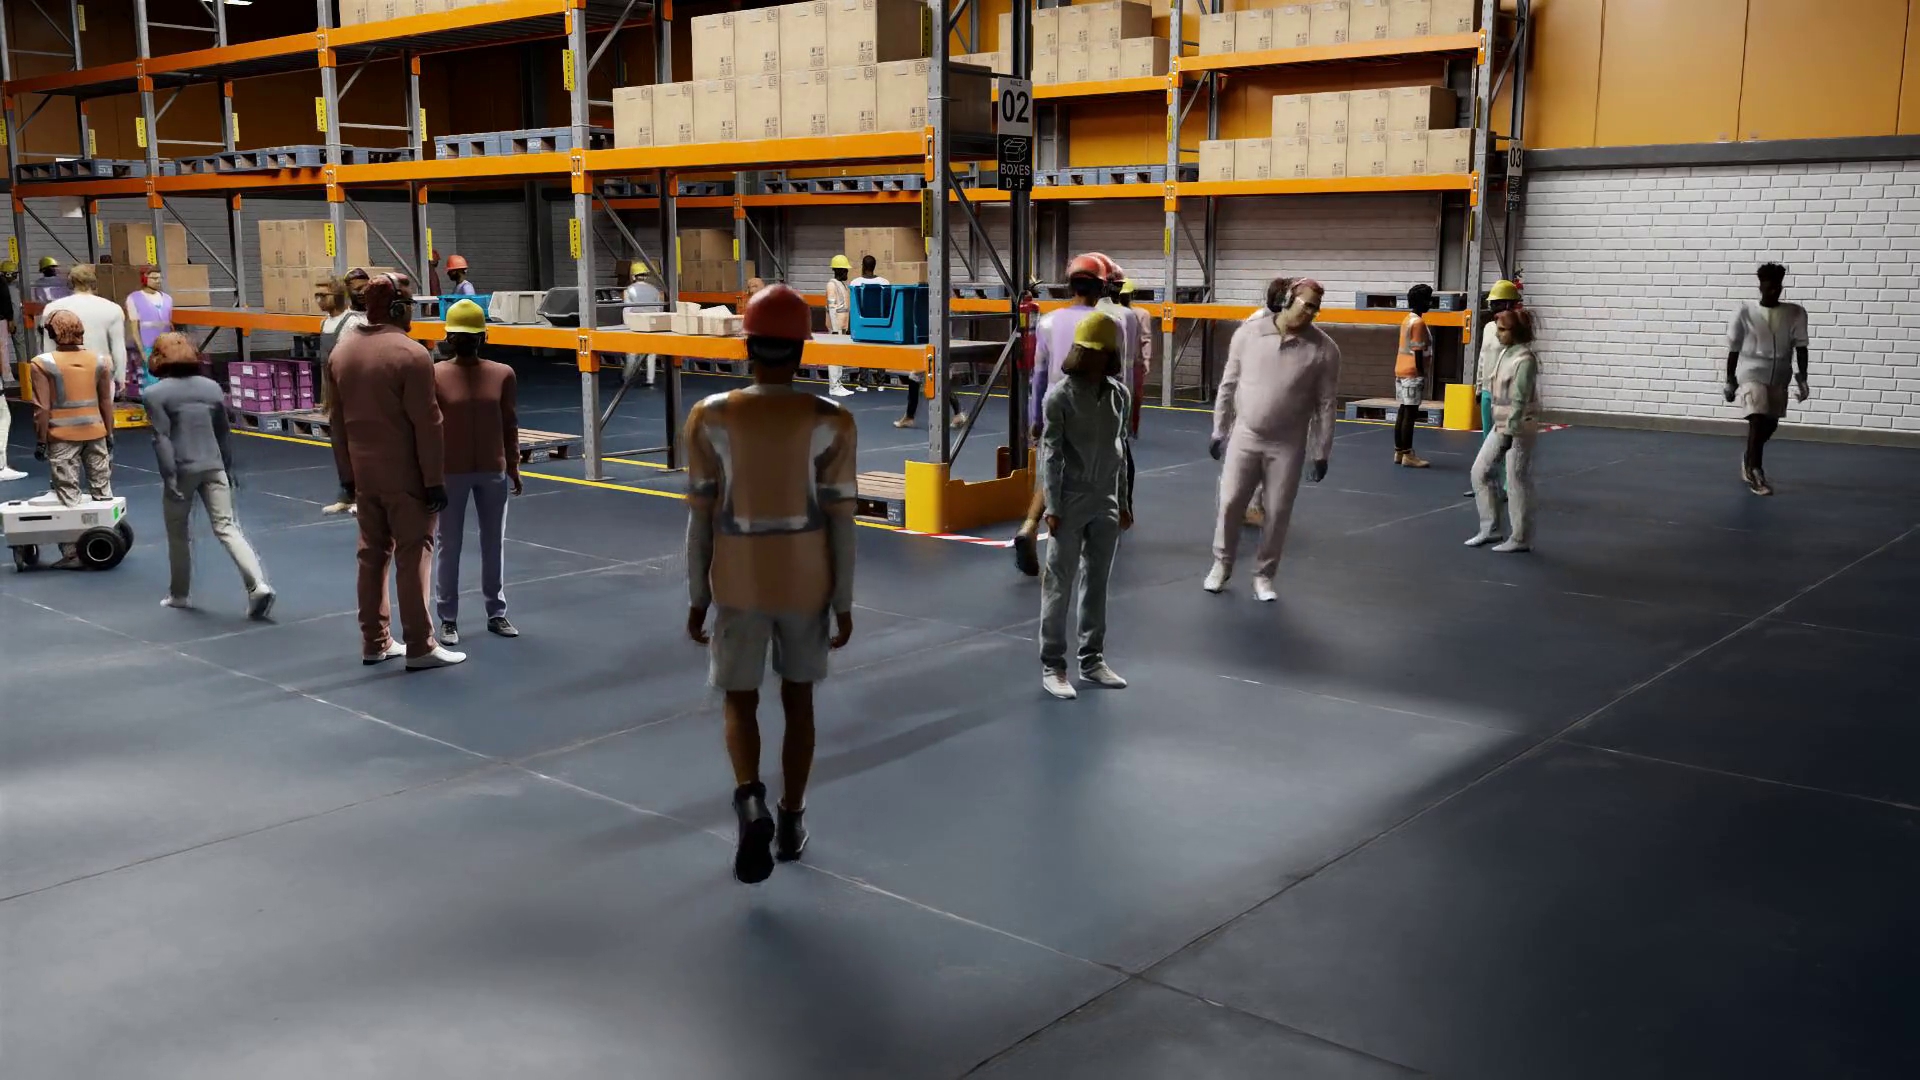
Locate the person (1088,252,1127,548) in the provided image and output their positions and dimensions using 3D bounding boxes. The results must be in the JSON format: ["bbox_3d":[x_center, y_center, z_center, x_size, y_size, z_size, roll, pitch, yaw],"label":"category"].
[{"bbox_3d":[0.909,-0.903,11.054,0.400,1.990,0.622,4,11,22],"label":"person"}]

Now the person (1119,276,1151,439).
[{"bbox_3d":[1.694,-1.830,17.041,0.518,1.741,0.746,1,10,5],"label":"person"}]

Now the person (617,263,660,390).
[{"bbox_3d":[-4.654,-3.077,23.985,0.627,1.793,0.877,-7,12,-36],"label":"person"}]

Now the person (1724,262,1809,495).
[{"bbox_3d":[6.745,-1.378,13.993,0.600,1.926,0.971,1,10,5],"label":"person"}]

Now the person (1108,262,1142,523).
[{"bbox_3d":[1.079,-1.064,12.163,0.381,1.929,0.539,8,13,39],"label":"person"}]

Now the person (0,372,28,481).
[{"bbox_3d":[-8.524,-1.421,14.472,0.570,1.835,0.390,5,11,25],"label":"person"}]

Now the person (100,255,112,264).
[{"bbox_3d":[-14.187,-3.795,27.765,0.639,1.911,0.406,5,11,26],"label":"person"}]

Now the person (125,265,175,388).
[{"bbox_3d":[-8.767,-2.068,18.129,0.465,1.840,0.584,5,11,25],"label":"person"}]

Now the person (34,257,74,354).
[{"bbox_3d":[-13.266,-3.191,24.388,0.538,1.879,0.620,6,12,31],"label":"person"}]

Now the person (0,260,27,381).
[{"bbox_3d":[-14.404,-3.333,25.346,0.404,1.835,0.586,-4,11,-20],"label":"person"}]

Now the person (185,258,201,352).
[{"bbox_3d":[-13.341,-3.943,28.734,0.329,1.868,0.508,-1,10,-6],"label":"person"}]

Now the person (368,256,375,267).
[{"bbox_3d":[-7.140,-2.448,20.016,0.351,1.936,0.635,9,13,42],"label":"person"}]

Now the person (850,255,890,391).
[{"bbox_3d":[-1.271,-3.063,23.562,0.596,1.920,0.379,-3,11,-19],"label":"person"}]

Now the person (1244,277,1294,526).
[{"bbox_3d":[2.248,-0.997,12.087,0.464,1.818,0.640,6,11,29],"label":"person"}]

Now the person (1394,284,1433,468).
[{"bbox_3d":[4.207,-1.522,15.426,0.321,1.695,0.529,0,10,2],"label":"person"}]

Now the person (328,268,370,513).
[{"bbox_3d":[-4.573,-1.142,12.771,0.328,1.872,0.514,9,13,42],"label":"person"}]

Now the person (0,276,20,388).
[{"bbox_3d":[-14.017,-3.200,24.131,0.609,1.995,0.376,1,10,6],"label":"person"}]

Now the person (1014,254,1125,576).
[{"bbox_3d":[0.672,-0.761,10.277,0.627,2.001,0.946,6,11,30],"label":"person"}]

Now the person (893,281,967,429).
[{"bbox_3d":[-0.305,-2.061,18.598,0.849,1.660,0.535,5,11,28],"label":"person"}]

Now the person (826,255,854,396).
[{"bbox_3d":[-1.652,-2.939,22.839,0.368,1.927,0.589,2,10,10],"label":"person"}]

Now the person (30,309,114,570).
[{"bbox_3d":[-5.588,-0.630,10.510,0.305,1.639,0.522,6,12,30],"label":"person"}]

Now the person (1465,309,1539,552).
[{"bbox_3d":[3.579,-0.708,10.980,0.509,1.622,0.523,0,10,-1],"label":"person"}]

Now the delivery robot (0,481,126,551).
[{"bbox_3d":[-5.693,-0.140,10.539,0.707,0.478,0.477,-4,11,-20],"label":"delivery robot"}]

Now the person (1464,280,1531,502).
[{"bbox_3d":[4.322,-1.188,13.323,0.315,1.770,0.524,-4,11,-23],"label":"person"}]

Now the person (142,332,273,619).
[{"bbox_3d":[-4.152,-0.353,9.148,0.886,1.581,0.511,7,12,35],"label":"person"}]

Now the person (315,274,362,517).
[{"bbox_3d":[-4.650,-1.082,12.584,0.422,1.830,0.533,-10,14,-43],"label":"person"}]

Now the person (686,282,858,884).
[{"bbox_3d":[-0.592,0.151,5.279,0.554,1.916,0.696,-1,10,-5],"label":"person"}]

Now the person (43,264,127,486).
[{"bbox_3d":[-7.500,-1.418,14.296,0.645,1.897,0.999,-5,11,-28],"label":"person"}]

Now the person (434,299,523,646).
[{"bbox_3d":[-2.502,-0.346,8.538,0.533,1.765,0.321,-7,12,-34],"label":"person"}]

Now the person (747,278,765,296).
[{"bbox_3d":[-2.718,-2.720,22.459,0.291,1.623,0.494,-1,10,-3],"label":"person"}]

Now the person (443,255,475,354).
[{"bbox_3d":[-6.332,-2.641,21.118,0.377,1.932,0.552,-6,12,-31],"label":"person"}]

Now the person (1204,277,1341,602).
[{"bbox_3d":[1.787,-0.563,9.510,0.734,1.860,0.398,3,10,16],"label":"person"}]

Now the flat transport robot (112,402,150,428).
[{"bbox_3d":[-9.659,-1.429,18.951,1.431,0.197,0.652,9,14,42],"label":"flat transport robot"}]

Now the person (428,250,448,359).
[{"bbox_3d":[-9.672,-4.320,30.516,0.402,1.990,0.622,-8,13,-38],"label":"person"}]

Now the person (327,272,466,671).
[{"bbox_3d":[-2.706,-0.326,8.017,0.653,1.906,0.405,6,11,29],"label":"person"}]

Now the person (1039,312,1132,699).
[{"bbox_3d":[0.592,-0.159,7.548,0.488,1.738,0.322,-7,12,-35],"label":"person"}]

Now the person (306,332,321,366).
[{"bbox_3d":[-11.031,-3.771,28.471,0.518,1.615,0.533,3,10,18],"label":"person"}]
